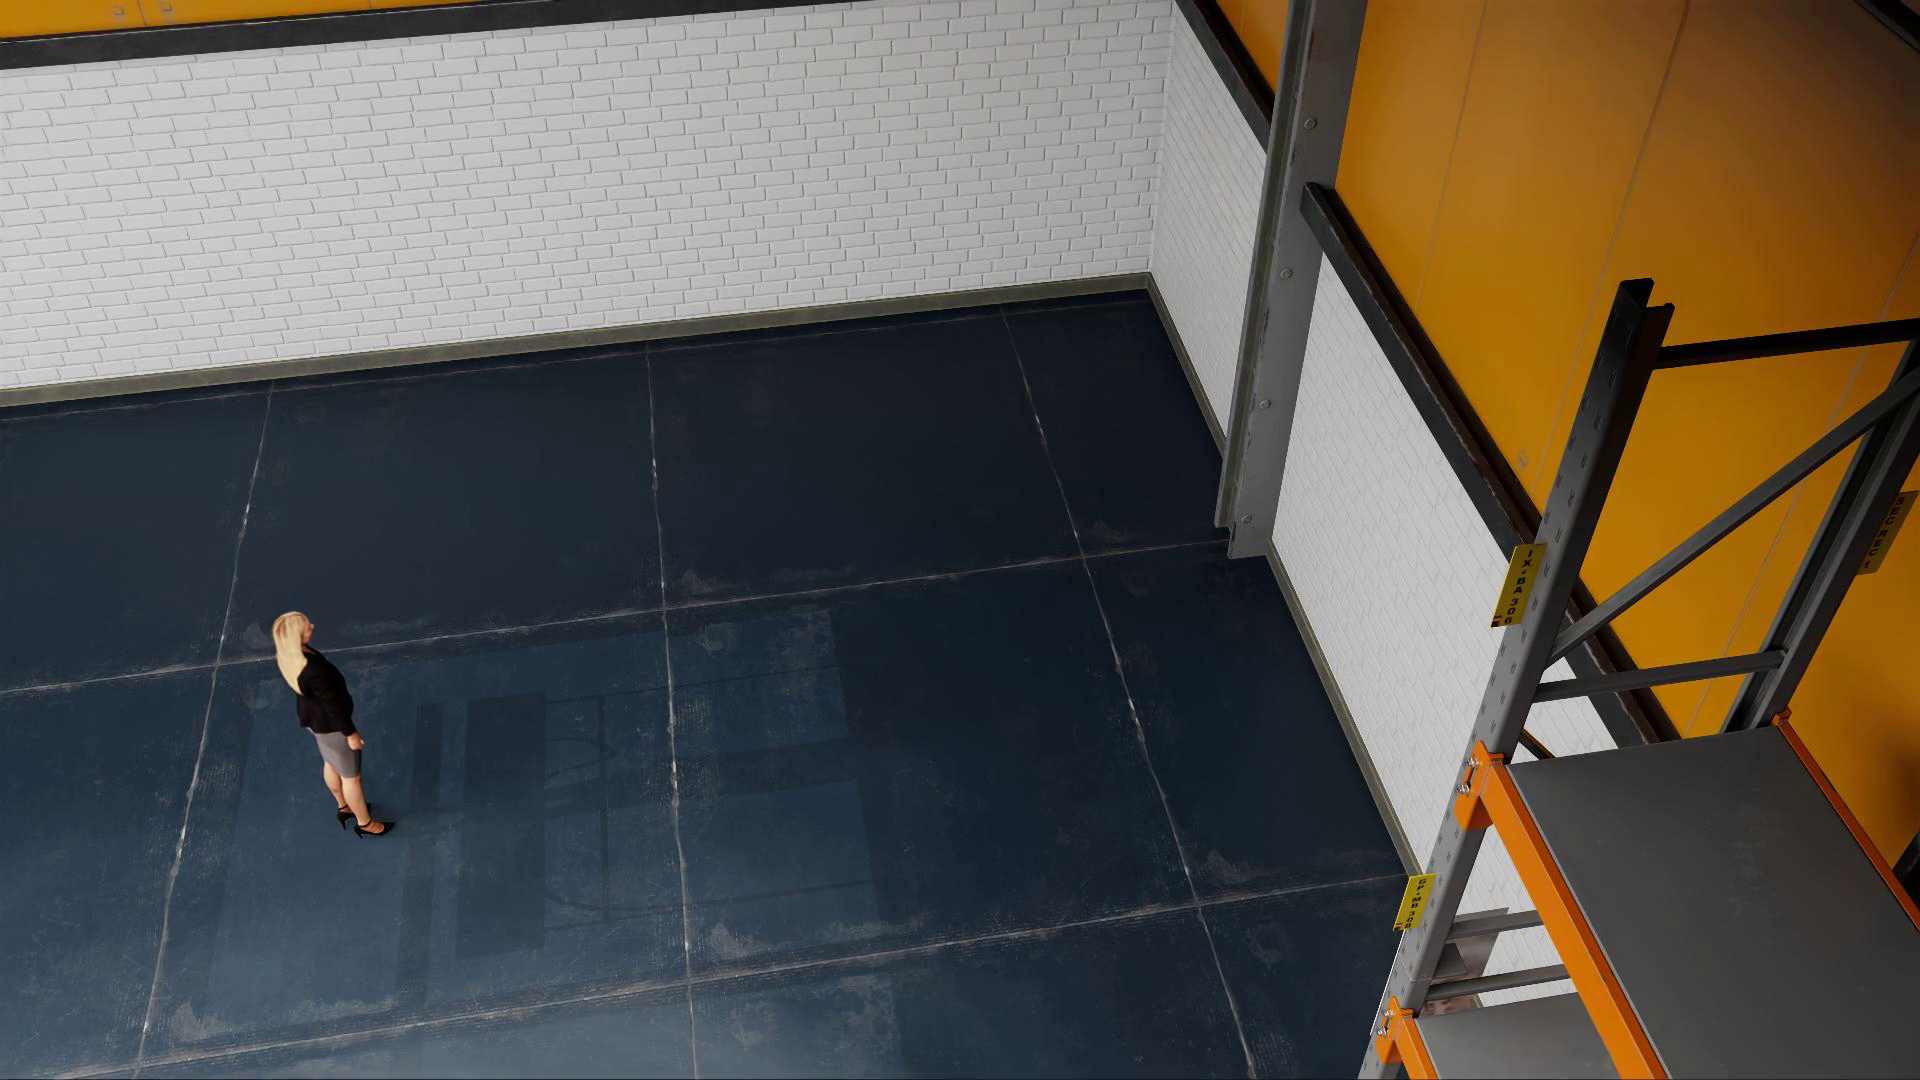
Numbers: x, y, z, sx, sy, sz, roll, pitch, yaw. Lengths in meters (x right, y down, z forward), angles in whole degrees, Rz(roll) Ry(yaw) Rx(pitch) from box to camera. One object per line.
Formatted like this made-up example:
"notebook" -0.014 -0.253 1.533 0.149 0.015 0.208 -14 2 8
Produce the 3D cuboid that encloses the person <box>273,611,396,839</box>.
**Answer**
"person" -3.657 1.082 9.641 0.679 1.842 0.762 31 52 28
